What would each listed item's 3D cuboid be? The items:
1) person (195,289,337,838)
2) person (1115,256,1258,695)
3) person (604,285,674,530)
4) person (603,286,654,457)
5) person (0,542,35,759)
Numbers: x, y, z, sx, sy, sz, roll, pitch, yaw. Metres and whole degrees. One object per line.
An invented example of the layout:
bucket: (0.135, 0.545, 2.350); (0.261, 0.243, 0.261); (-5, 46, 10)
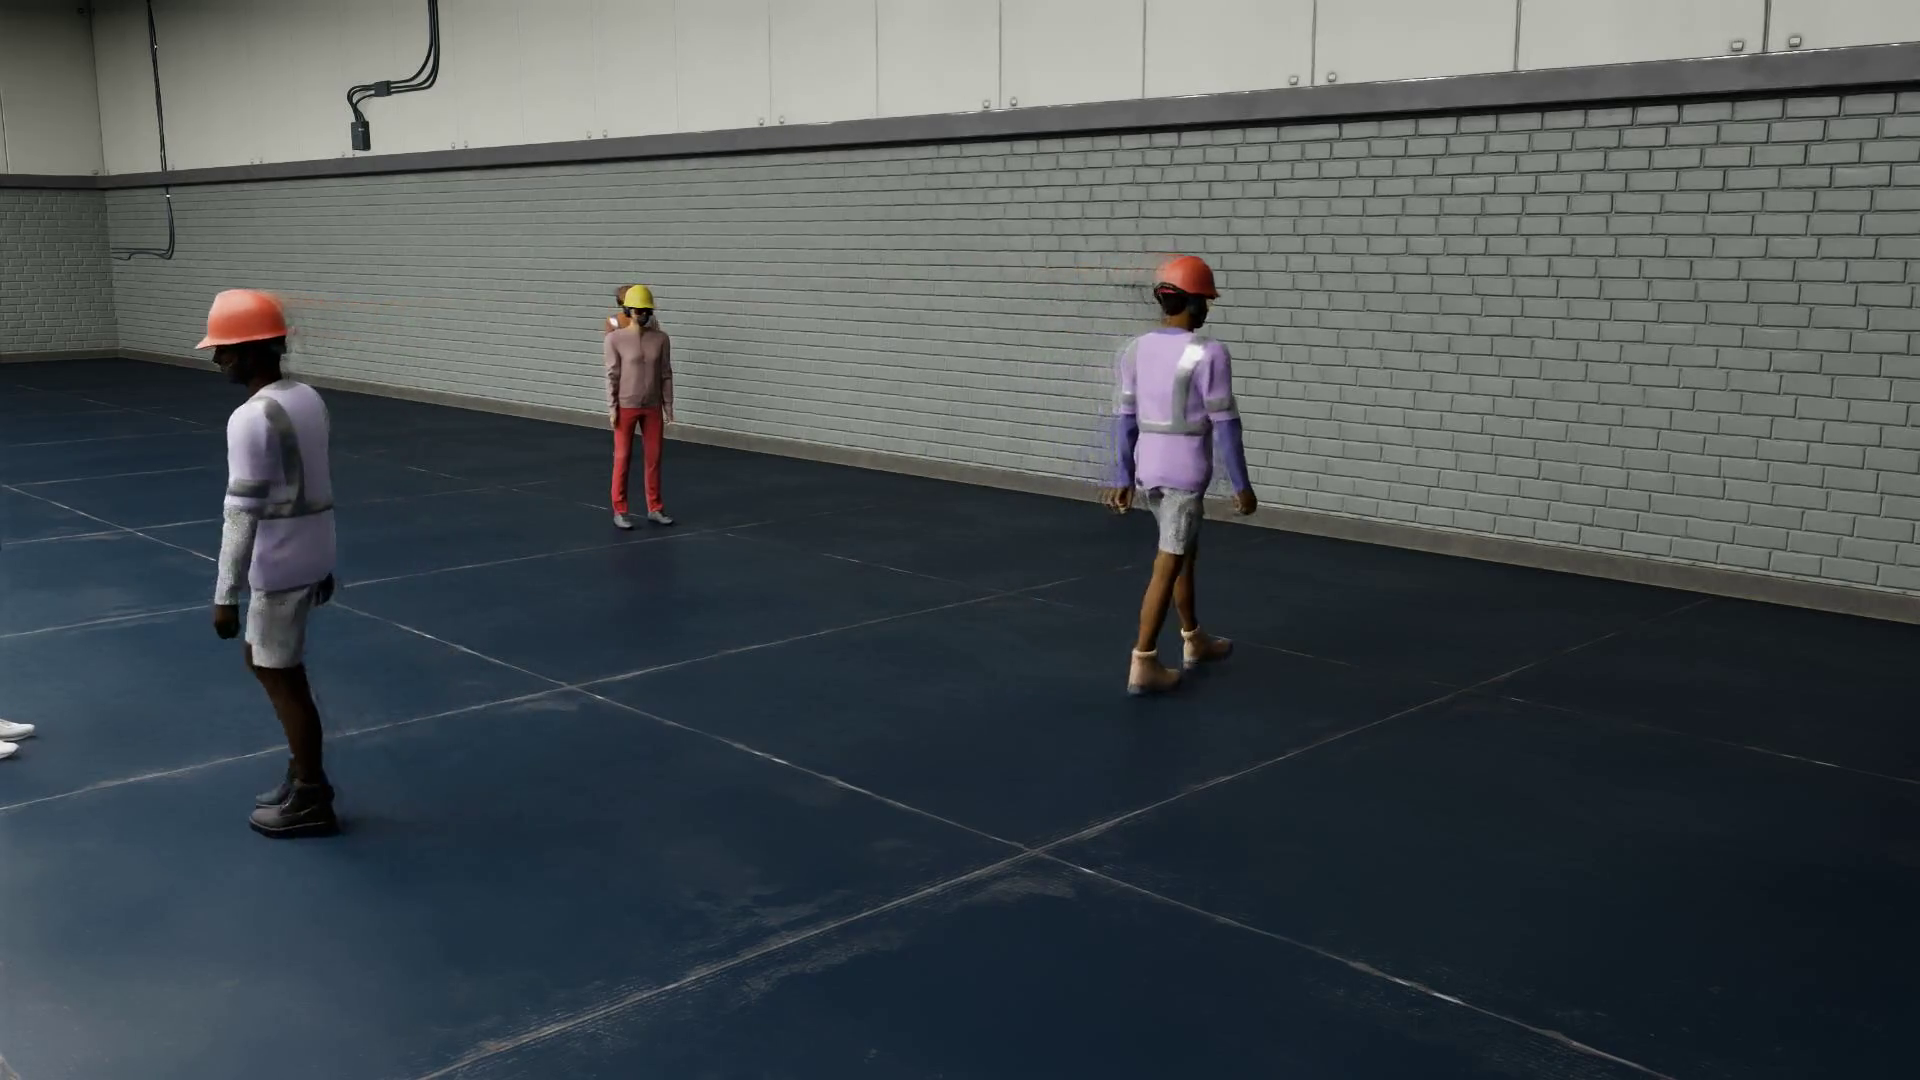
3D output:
person: (-2.437, 0.099, 5.791); (0.491, 1.924, 0.581); (0, 10, 0)
person: (1.114, -0.310, 7.811); (0.918, 2.007, 0.619); (-7, 12, -33)
person: (-2.313, -0.962, 12.056); (0.522, 1.759, 0.349); (-8, 13, -37)
person: (-3.134, -1.606, 15.918); (0.567, 1.622, 0.311); (-6, 12, -29)
person: (-4.059, -0.054, 6.789); (0.330, 1.872, 0.512); (-3, 11, -15)
